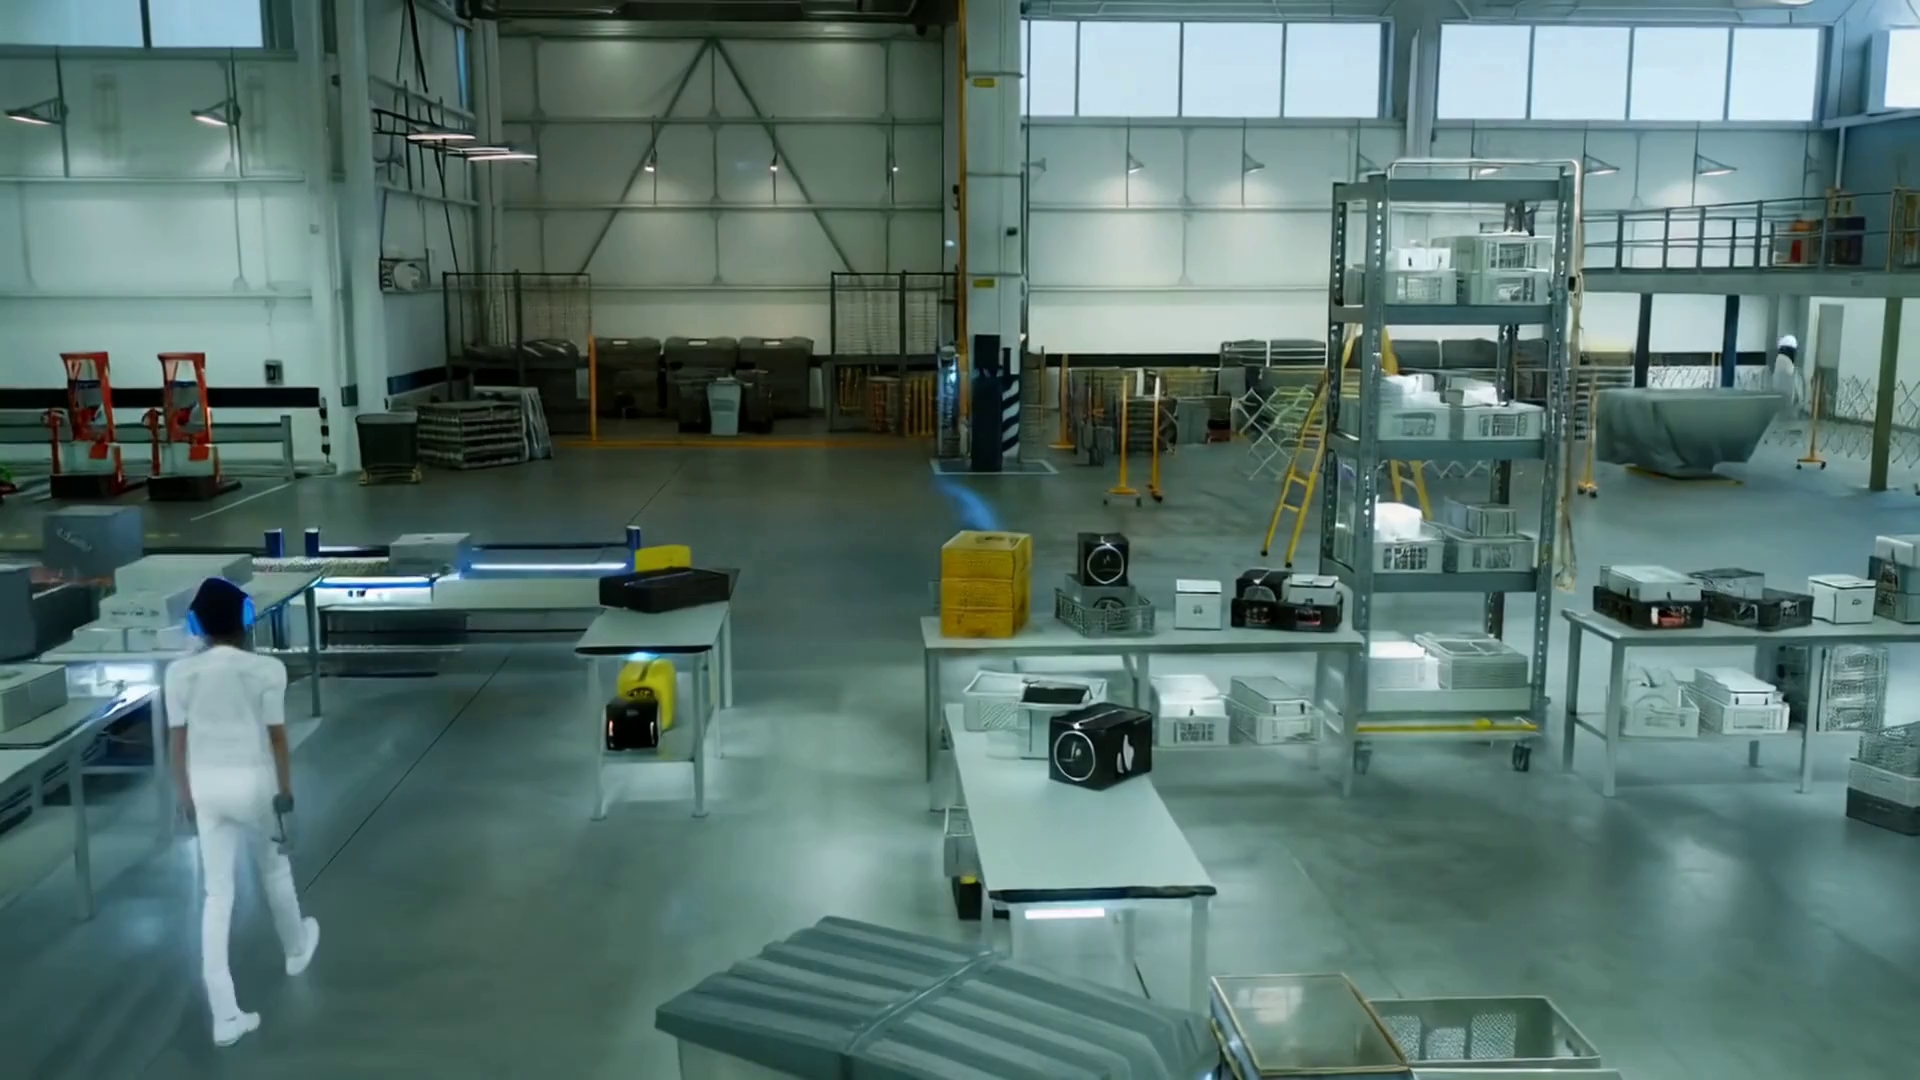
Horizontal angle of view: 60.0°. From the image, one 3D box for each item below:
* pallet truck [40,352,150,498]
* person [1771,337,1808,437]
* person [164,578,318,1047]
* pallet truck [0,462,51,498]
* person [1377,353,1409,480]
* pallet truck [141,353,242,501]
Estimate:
[{"bbox_3d":[-11.907,-1.642,23.165,0.823,1.965,1.885,0,9,0],"label":"pallet truck"},{"bbox_3d":[15.436,-2.879,31.333,0.609,1.876,1.057,-7,11,-36],"label":"person"},{"bbox_3d":[-2.946,1.057,6.809,0.544,1.808,1.003,-1,9,-4],"label":"person"},{"bbox_3d":[-13.193,-1.293,23.148,0.653,1.274,1.630,-1,9,-4],"label":"pallet truck"},{"bbox_3d":[6.397,-1.815,24.601,0.585,1.882,0.344,-1,9,-4],"label":"person"},{"bbox_3d":[-10.520,-1.604,22.925,0.823,1.965,1.885,-1,9,-6],"label":"pallet truck"}]
